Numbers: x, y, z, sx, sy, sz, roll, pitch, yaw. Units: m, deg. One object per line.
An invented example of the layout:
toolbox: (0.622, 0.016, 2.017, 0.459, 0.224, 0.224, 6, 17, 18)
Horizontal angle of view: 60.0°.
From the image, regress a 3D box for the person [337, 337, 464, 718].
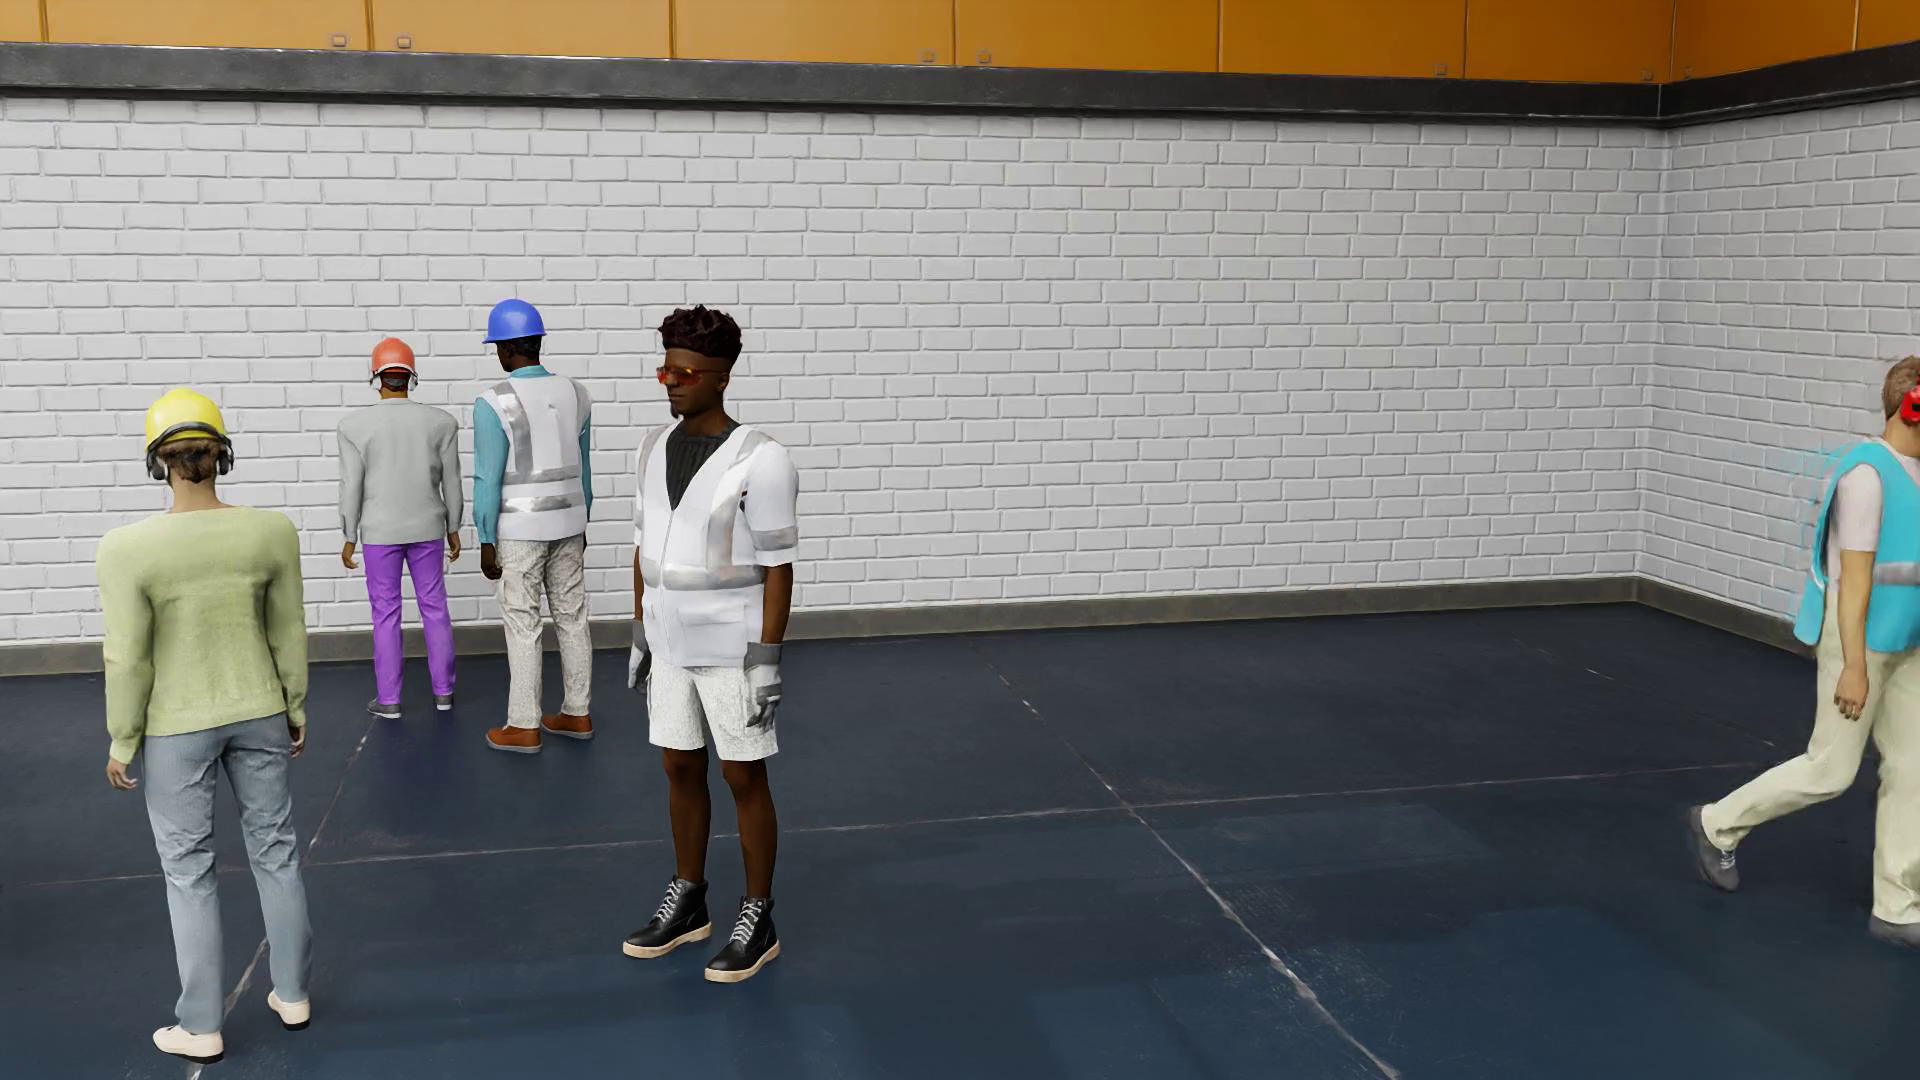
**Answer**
person: (-2.589, -0.058, 7.703, 0.576, 1.749, 0.335, -6, 11, -35)

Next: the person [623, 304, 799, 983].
person: (-0.746, 0.300, 4.881, 0.607, 1.965, 0.367, 6, 11, 34)

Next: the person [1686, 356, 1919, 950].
person: (2.752, 0.332, 5.158, 0.597, 1.815, 0.804, -8, 12, -39)

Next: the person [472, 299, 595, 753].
person: (-1.834, -0.057, 7.145, 0.416, 1.939, 0.604, 7, 11, 36)

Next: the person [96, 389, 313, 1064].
person: (-1.979, 0.485, 4.384, 0.322, 1.759, 0.535, 8, 12, 41)
